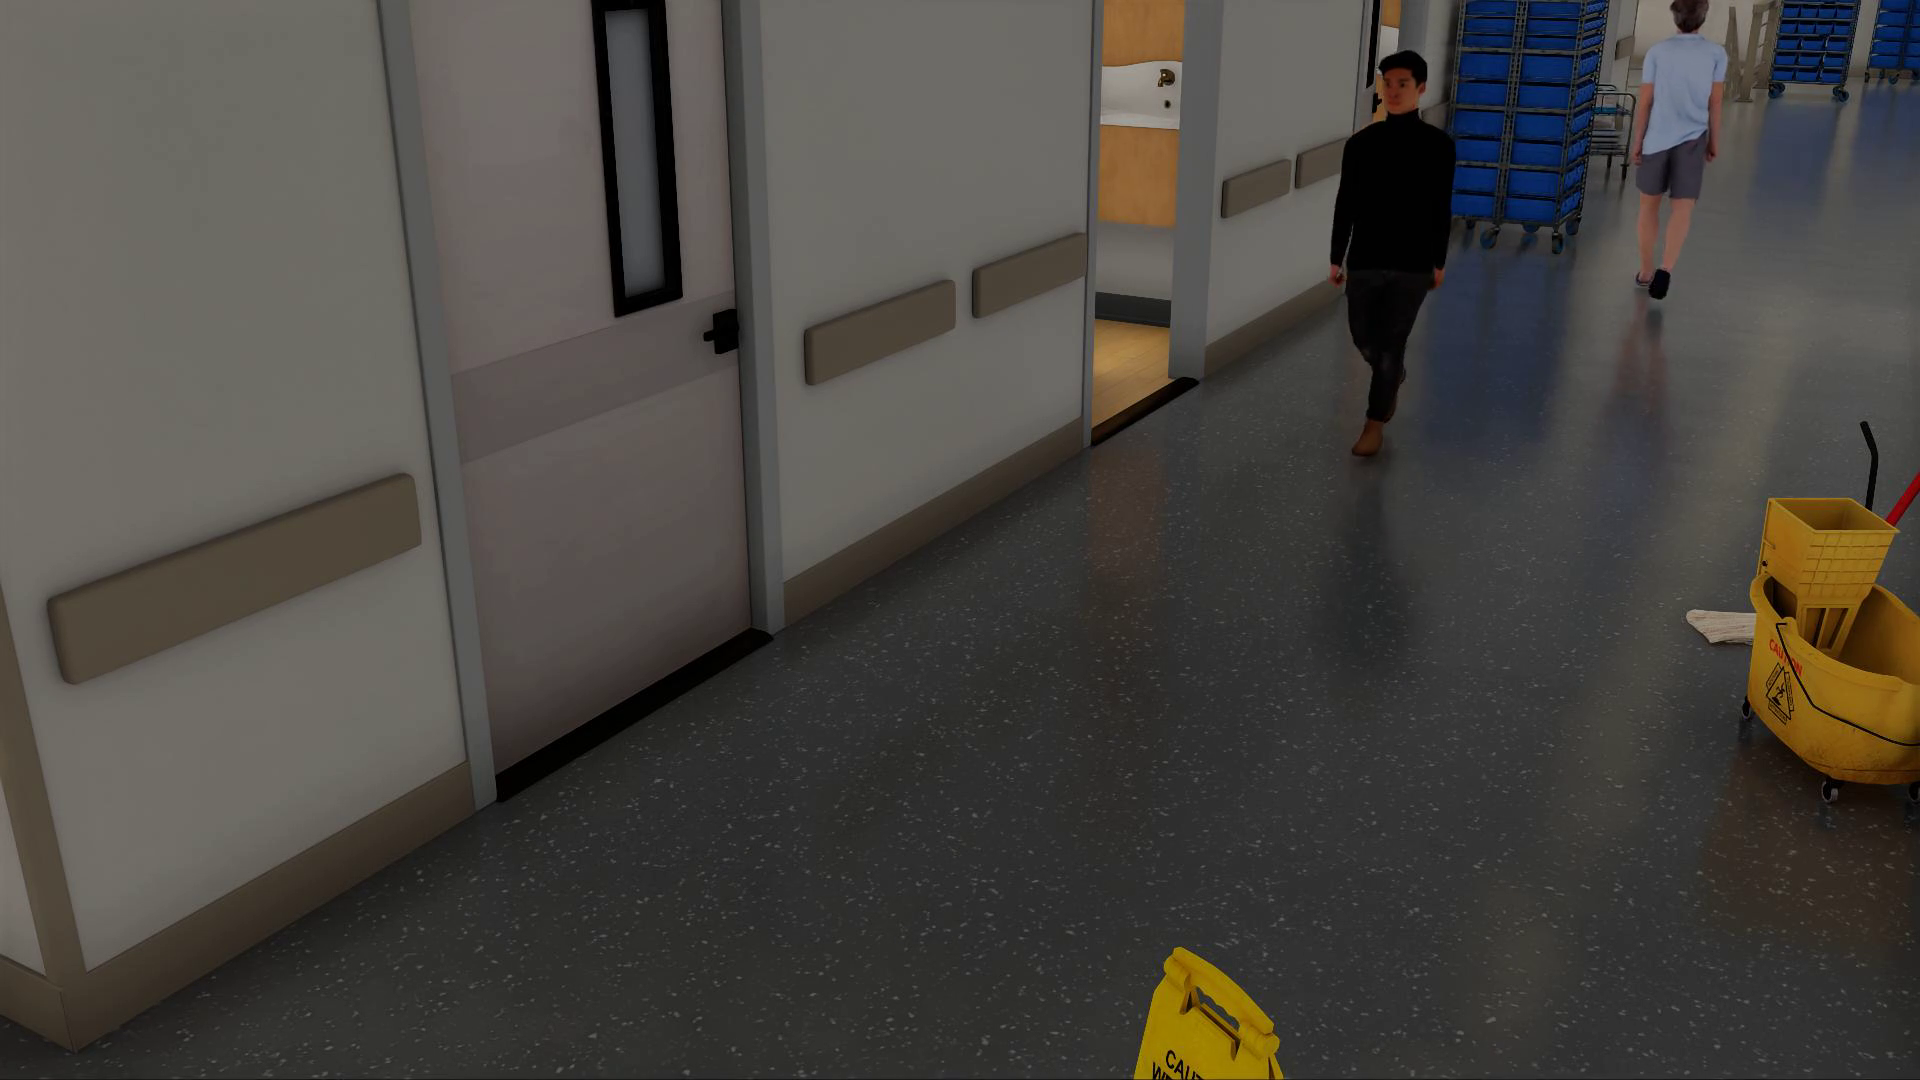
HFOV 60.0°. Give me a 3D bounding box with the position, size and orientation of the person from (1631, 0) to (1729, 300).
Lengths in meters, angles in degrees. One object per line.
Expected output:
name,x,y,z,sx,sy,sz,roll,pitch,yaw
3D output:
person,4.355,-2.378,10.137,0.719,1.805,1.124,9,23,23

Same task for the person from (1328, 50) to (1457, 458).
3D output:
person,1.915,-1.258,7.328,0.641,1.701,0.996,12,24,30
